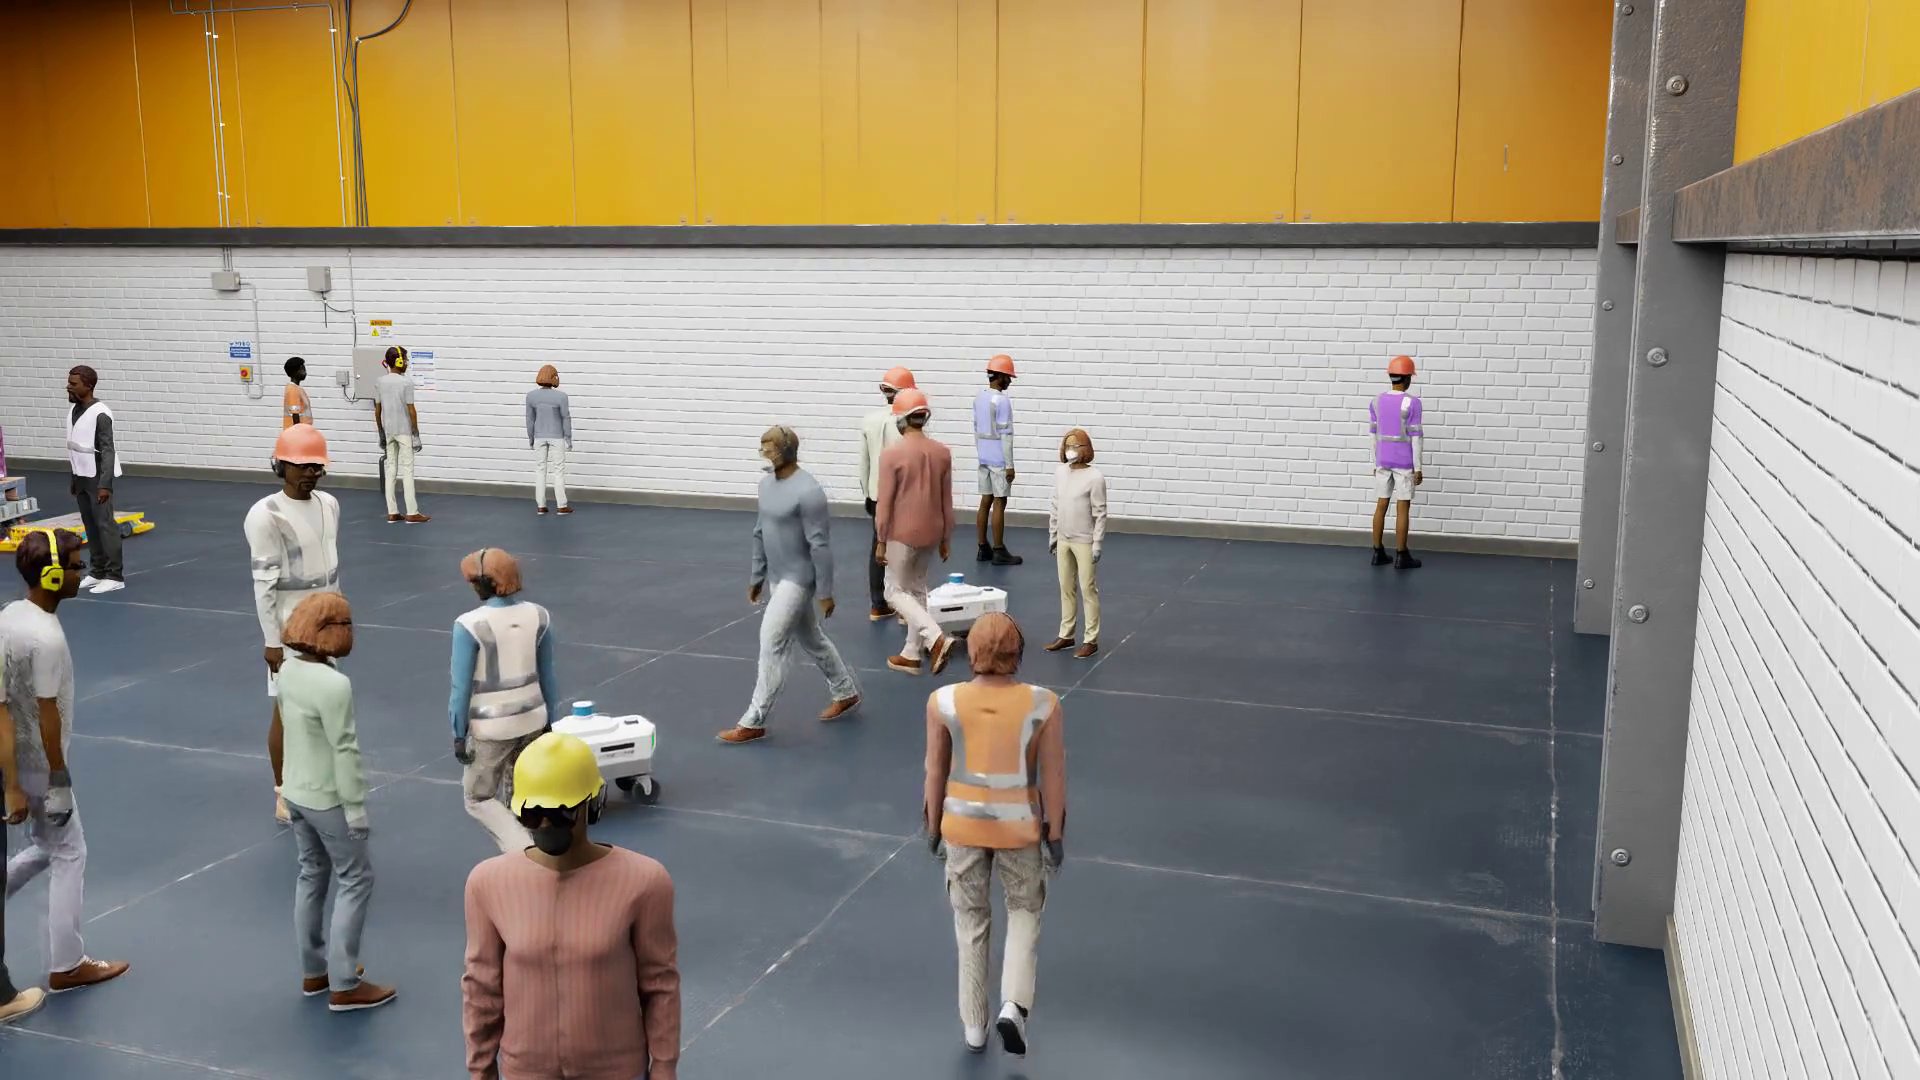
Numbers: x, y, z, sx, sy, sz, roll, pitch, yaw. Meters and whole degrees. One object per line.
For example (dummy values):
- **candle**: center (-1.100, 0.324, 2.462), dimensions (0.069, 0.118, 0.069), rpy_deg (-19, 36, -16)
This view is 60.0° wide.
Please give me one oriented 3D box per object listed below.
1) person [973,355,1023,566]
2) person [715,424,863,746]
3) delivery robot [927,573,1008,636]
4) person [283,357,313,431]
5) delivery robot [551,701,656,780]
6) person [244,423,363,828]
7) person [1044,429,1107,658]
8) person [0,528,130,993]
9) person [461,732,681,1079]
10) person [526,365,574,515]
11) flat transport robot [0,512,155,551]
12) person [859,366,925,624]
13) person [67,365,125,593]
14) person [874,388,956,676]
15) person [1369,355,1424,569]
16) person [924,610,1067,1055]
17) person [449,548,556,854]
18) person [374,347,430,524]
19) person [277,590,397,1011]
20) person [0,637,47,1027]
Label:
- **person**: center (0.348, -0.733, 15.266), dimensions (0.374, 1.928, 0.543), rpy_deg (-6, 12, -30)
- **person**: center (-0.993, 0.238, 9.939), dimensions (1.036, 1.887, 0.635), rpy_deg (-6, 12, -31)
- **delivery robot**: center (-0.024, 0.485, 12.006), dimensions (0.707, 0.478, 0.477), rpy_deg (-5, 11, -27)
- **person**: center (-7.330, -1.181, 18.438), dimensions (0.316, 1.695, 0.541), rpy_deg (-4, 11, -20)
- **delivery robot**: center (-1.951, 1.083, 8.642), dimensions (0.707, 0.478, 0.477), rpy_deg (-6, 12, -31)
- **person**: center (-3.303, 0.424, 8.432), dimensions (0.394, 2.040, 0.609), rpy_deg (3, 10, 16)
- **person**: center (0.826, 0.019, 11.854), dimensions (0.274, 1.633, 0.507), rpy_deg (-9, 13, -40)
- **person**: center (-3.637, 0.880, 6.416), dimensions (0.556, 1.844, 0.594), rpy_deg (9, 14, 42)
- **person**: center (-0.959, 1.327, 4.123), dimensions (0.534, 1.767, 0.317), rpy_deg (0, 10, -3)
- **person**: center (-4.459, -1.087, 18.089), dimensions (0.507, 1.632, 0.265), rpy_deg (2, 10, 11)
- **flat transport robot**: center (-8.705, -0.101, 16.373), dimensions (0.652, 0.197, 1.431), rpy_deg (2, 10, 12)
- **person**: center (-0.489, -0.347, 12.909), dimensions (0.619, 1.990, 0.395), rpy_deg (7, 12, 34)
- **person**: center (-7.337, -0.519, 14.082), dimensions (0.593, 1.922, 0.391), rpy_deg (7, 12, 36)
- **person**: center (-0.263, -0.029, 11.168), dimensions (0.625, 1.973, 0.675), rpy_deg (-9, 14, -43)
- **person**: center (3.968, -0.706, 15.086), dimensions (0.353, 1.939, 0.544), rpy_deg (-9, 13, -40)
- **person**: center (0.117, 1.074, 5.959), dimensions (0.520, 1.623, 0.475), rpy_deg (1, 10, 5)
- **person**: center (-1.941, 0.840, 7.281), dimensions (0.578, 1.622, 0.539), rpy_deg (7, 13, 36)
- **person**: center (-5.904, -1.100, 17.526), dimensions (0.519, 1.861, 0.331), rpy_deg (4, 11, 20)
- **person**: center (-2.428, 0.996, 6.377), dimensions (0.305, 1.626, 0.533), rpy_deg (-9, 14, -43)
- **person**: center (-3.763, 0.919, 6.242), dimensions (0.503, 1.838, 0.347), rpy_deg (2, 10, 13)
